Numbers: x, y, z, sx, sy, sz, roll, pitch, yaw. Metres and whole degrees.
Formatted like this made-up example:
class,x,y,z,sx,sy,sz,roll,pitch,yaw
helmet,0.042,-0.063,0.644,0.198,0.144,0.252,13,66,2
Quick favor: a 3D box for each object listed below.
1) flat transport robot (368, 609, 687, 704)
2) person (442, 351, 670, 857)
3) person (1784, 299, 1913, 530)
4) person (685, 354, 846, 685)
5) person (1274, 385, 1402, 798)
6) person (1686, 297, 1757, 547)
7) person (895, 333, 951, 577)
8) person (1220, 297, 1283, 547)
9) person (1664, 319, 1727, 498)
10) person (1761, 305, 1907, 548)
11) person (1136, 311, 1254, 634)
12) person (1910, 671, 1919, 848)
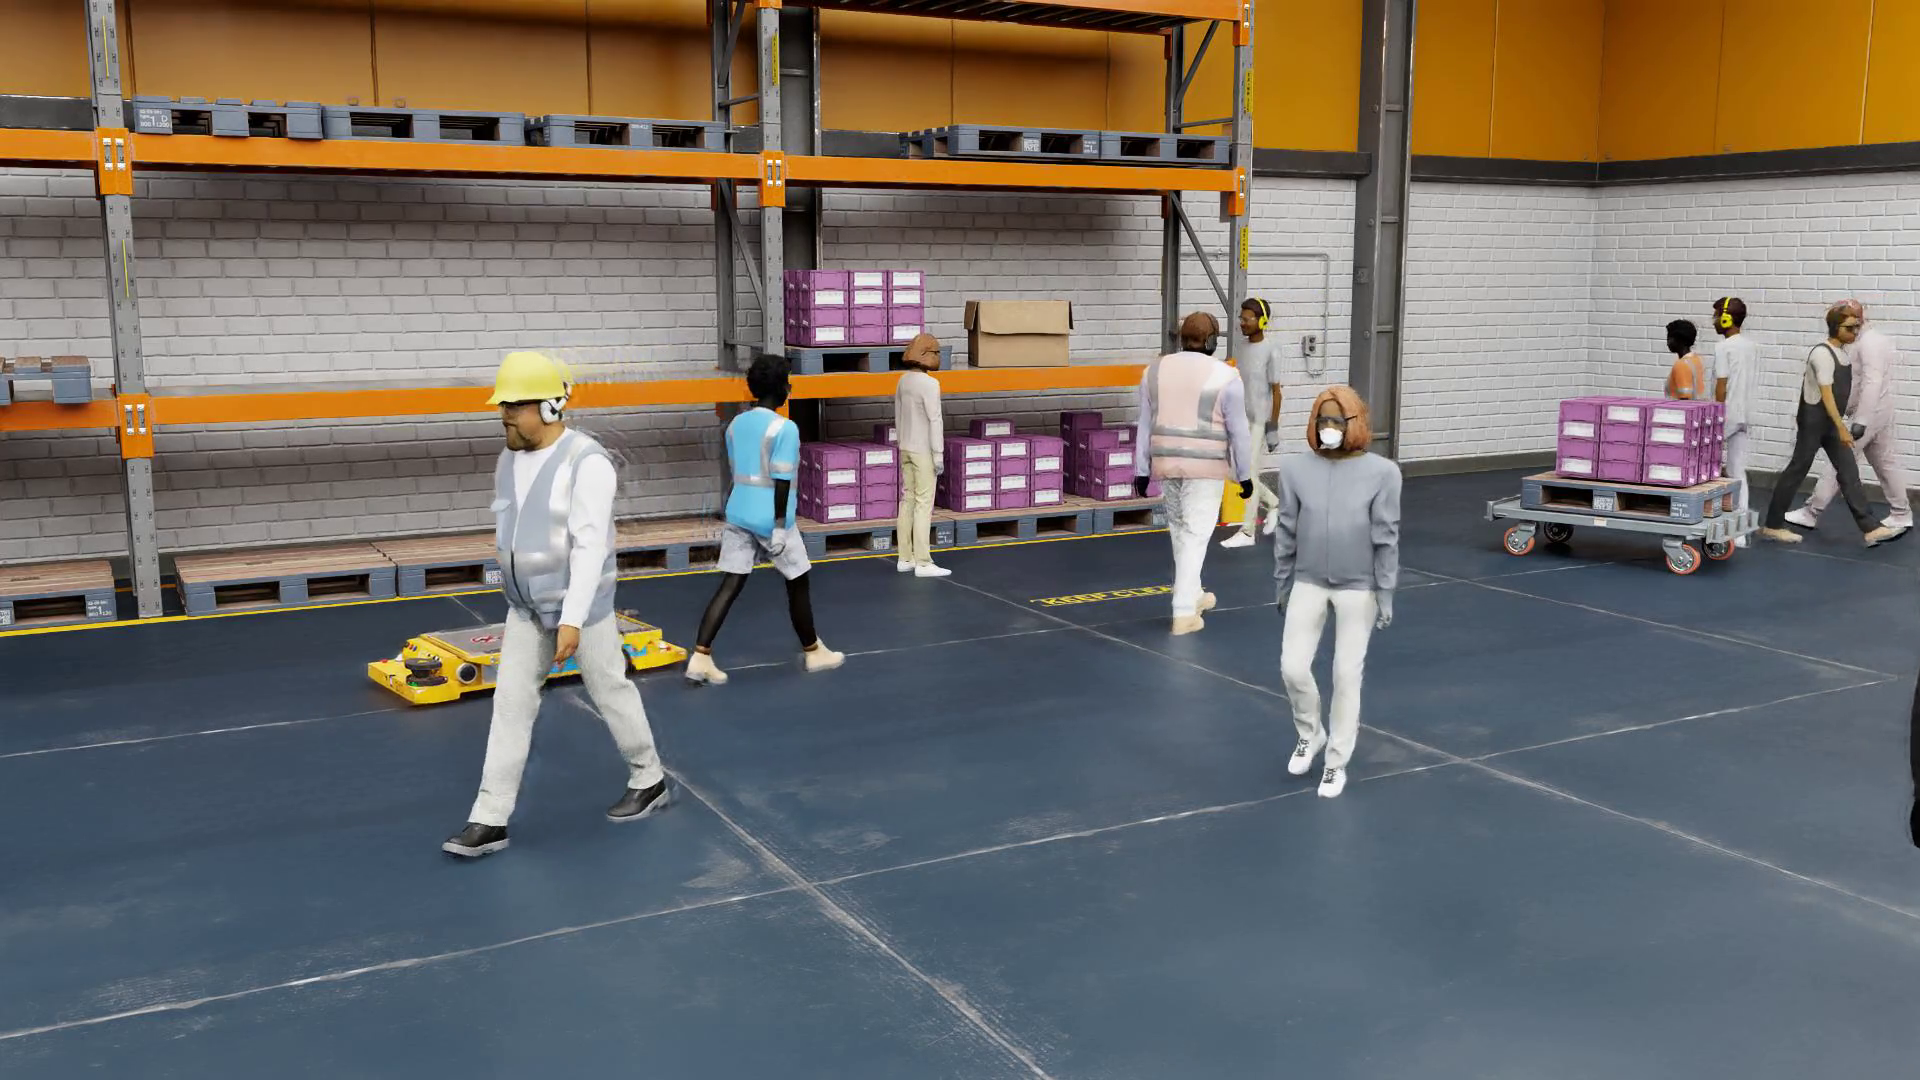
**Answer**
class,x,y,z,sx,sy,sz,roll,pitch,yaw
flat transport robot,-2.174,0.564,8.417,1.431,0.197,0.652,-7,12,-37
person,-1.434,0.214,5.988,0.591,1.788,0.927,6,11,32
person,7.005,-0.964,13.053,1.087,1.811,0.656,3,10,19
person,-1.009,-0.102,8.302,0.534,1.649,0.897,9,13,43
person,1.460,0.206,6.508,0.500,1.621,0.335,4,10,25
person,5.658,-0.880,12.418,0.575,1.844,0.645,-6,11,-34
person,-0.261,-0.573,11.210,0.268,1.631,0.507,-6,11,-31
person,2.208,-0.870,12.349,0.569,1.855,0.549,-5,10,-27
person,5.985,-0.959,13.485,0.786,1.663,0.560,6,11,34
person,6.430,-0.822,12.236,0.502,1.783,1.005,-7,12,-37
person,1.404,-0.400,9.589,0.650,1.815,0.779,7,12,37
person,2.499,0.570,3.720,0.648,1.811,0.793,0,9,-1
